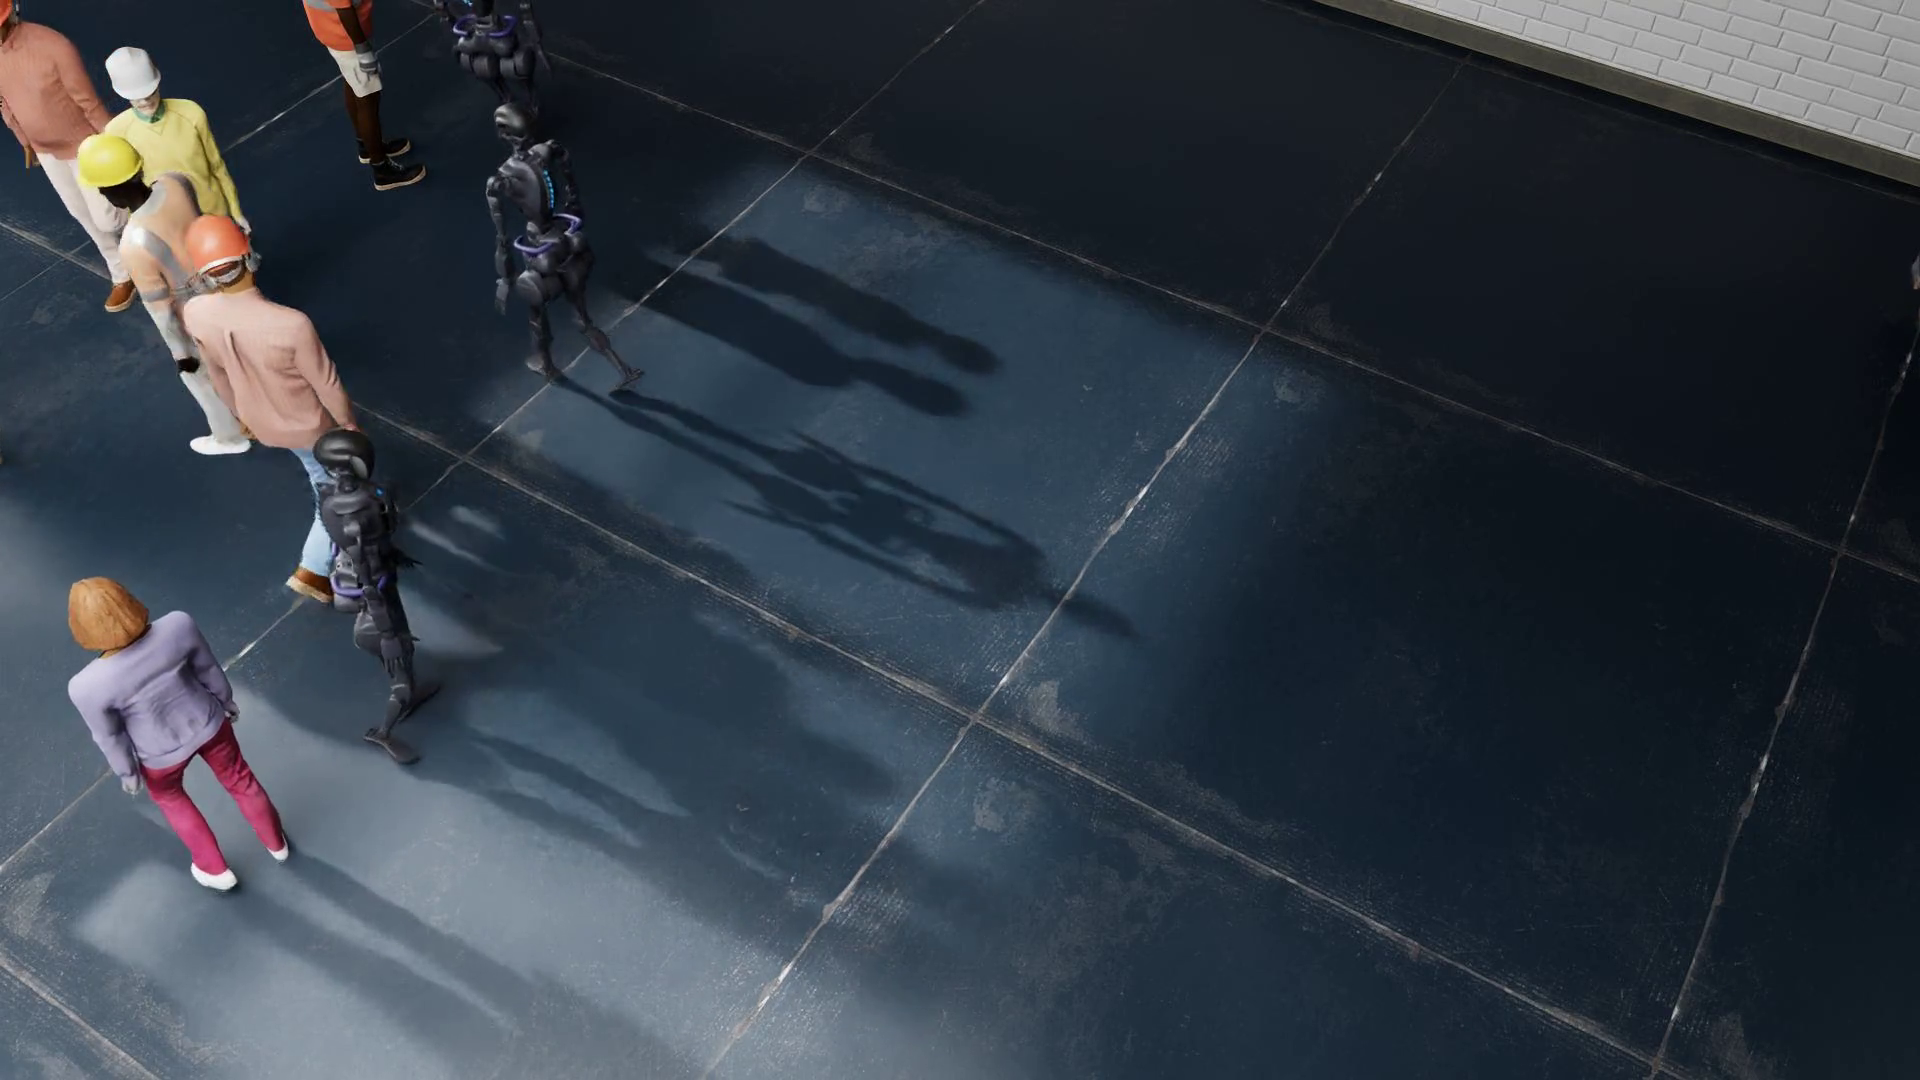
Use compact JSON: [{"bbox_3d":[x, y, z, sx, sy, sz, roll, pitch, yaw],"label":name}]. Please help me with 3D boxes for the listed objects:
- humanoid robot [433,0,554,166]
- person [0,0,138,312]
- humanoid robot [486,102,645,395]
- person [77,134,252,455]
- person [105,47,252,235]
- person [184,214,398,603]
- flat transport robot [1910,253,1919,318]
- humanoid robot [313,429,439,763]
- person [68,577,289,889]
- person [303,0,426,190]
[{"bbox_3d":[-2.608,-2.749,9.300,0.598,1.641,0.501,6,49,5],"label":"humanoid robot"},{"bbox_3d":[-4.528,-2.031,8.464,0.651,1.965,0.555,11,50,9],"label":"person"},{"bbox_3d":[-1.964,-1.346,8.079,0.651,1.633,0.606,25,53,20],"label":"humanoid robot"},{"bbox_3d":[-3.471,-1.075,7.676,0.720,1.900,0.596,5,49,5],"label":"person"},{"bbox_3d":[-3.740,-1.577,8.119,0.474,1.892,0.396,-27,54,-22],"label":"person"},{"bbox_3d":[-2.893,-0.510,7.143,0.625,1.951,0.670,17,51,14],"label":"person"},{"bbox_3d":[5.561,-0.886,8.590,0.659,0.231,1.431,10,50,9],"label":"flat transport robot"},{"bbox_3d":[-2.382,0.213,6.698,0.418,1.645,0.595,-11,50,-9],"label":"humanoid robot"},{"bbox_3d":[-2.949,0.741,6.277,0.377,1.606,0.520,31,56,24],"label":"person"},{"bbox_3d":[-3.387,-2.845,9.188,0.370,1.950,0.603,-24,53,-19],"label":"person"}]
